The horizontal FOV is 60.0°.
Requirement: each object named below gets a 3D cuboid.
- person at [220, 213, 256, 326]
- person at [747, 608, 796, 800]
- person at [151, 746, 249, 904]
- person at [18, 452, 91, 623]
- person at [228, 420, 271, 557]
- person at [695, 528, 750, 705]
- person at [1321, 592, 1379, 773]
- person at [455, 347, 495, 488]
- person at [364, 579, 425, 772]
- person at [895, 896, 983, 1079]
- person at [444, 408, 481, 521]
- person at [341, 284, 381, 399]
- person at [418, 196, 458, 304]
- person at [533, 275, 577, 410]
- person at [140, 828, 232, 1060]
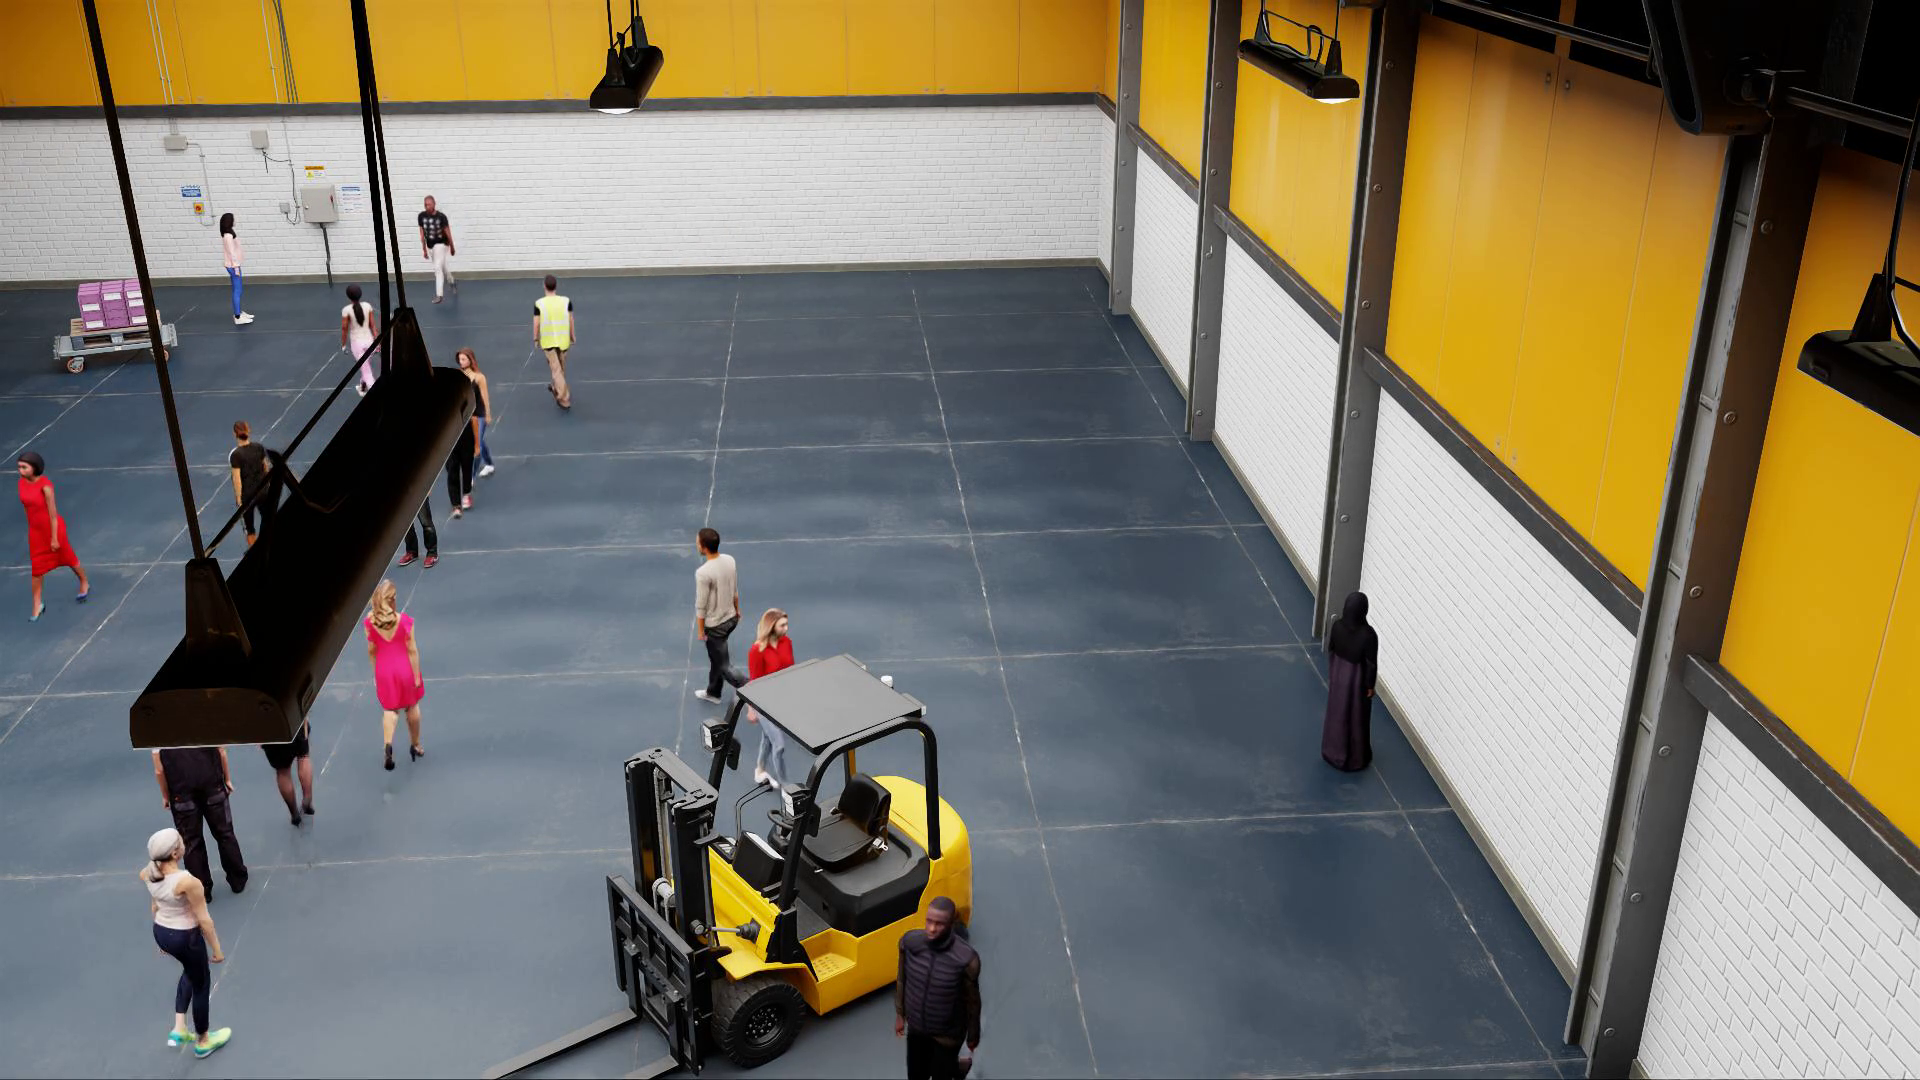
[{"bbox_3d":[-11.549,-4.329,26.447,0.755,1.766,0.597,-10,26,-22],"label":"person"},{"bbox_3d":[-1.607,1.304,13.662,0.973,1.684,0.916,18,30,36],"label":"person"},{"bbox_3d":[-5.633,1.825,12.267,0.723,1.848,0.711,-12,26,-26],"label":"person"},{"bbox_3d":[-9.146,-0.079,16.815,0.829,1.693,1.155,6,24,12],"label":"person"},{"bbox_3d":[-7.498,-0.468,17.770,1.073,1.641,1.045,17,29,33],"label":"person"},{"bbox_3d":[-2.069,0.757,14.793,1.115,1.780,1.137,14,27,29],"label":"person"},{"bbox_3d":[3.300,1.171,14.054,0.709,1.614,0.777,21,31,40],"label":"person"},{"bbox_3d":[-5.831,-1.518,20.125,0.906,1.679,1.120,10,26,22],"label":"person"},{"bbox_3d":[-4.744,1.171,13.933,0.573,1.711,0.852,-1,24,-3],"label":"person"},{"bbox_3d":[-0.098,2.860,9.933,0.988,1.819,1.094,12,26,26],"label":"person"},{"bbox_3d":[-5.781,-1.133,19.197,0.781,1.716,1.162,-5,24,-12],"label":"person"},{"bbox_3d":[-8.066,-2.576,22.540,1.091,1.683,1.244,-21,31,-39],"label":"person"},{"bbox_3d":[-8.646,-4.859,27.688,0.848,1.742,1.301,2,24,5],"label":"person"},{"bbox_3d":[-5.475,-2.649,22.559,1.080,1.801,1.284,-15,28,-30],"label":"person"},{"bbox_3d":[-5.028,2.629,10.625,0.749,1.689,0.799,9,25,20],"label":"person"}]
